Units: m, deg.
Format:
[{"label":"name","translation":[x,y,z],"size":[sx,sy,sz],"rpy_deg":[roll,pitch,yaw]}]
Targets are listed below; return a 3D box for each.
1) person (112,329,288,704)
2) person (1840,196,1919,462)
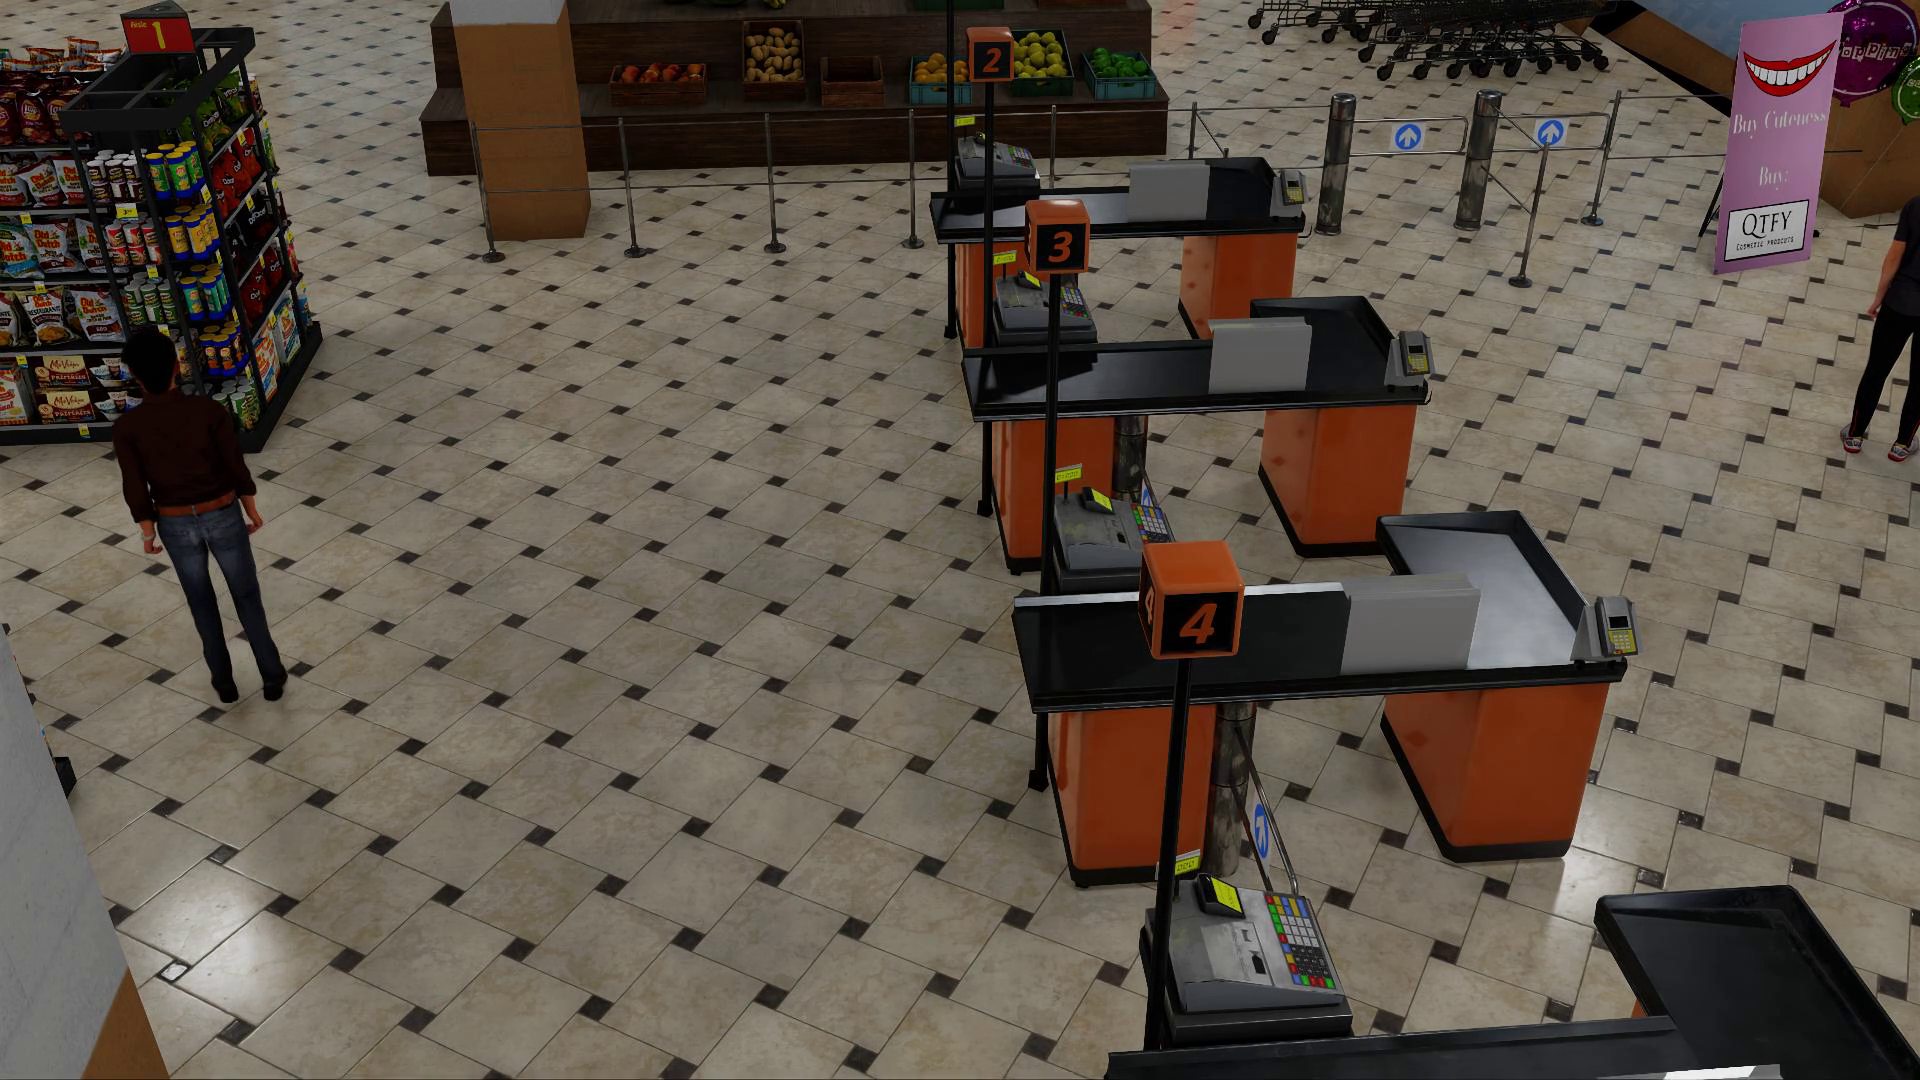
[{"label":"person","translation":[-3.223,-0.067,7.080],"size":[0.627,1.783,0.783],"rpy_deg":[-13,34,-20]},{"label":"person","translation":[5.213,-1.273,9.037],"size":[0.674,1.763,0.778],"rpy_deg":[17,36,25]}]
